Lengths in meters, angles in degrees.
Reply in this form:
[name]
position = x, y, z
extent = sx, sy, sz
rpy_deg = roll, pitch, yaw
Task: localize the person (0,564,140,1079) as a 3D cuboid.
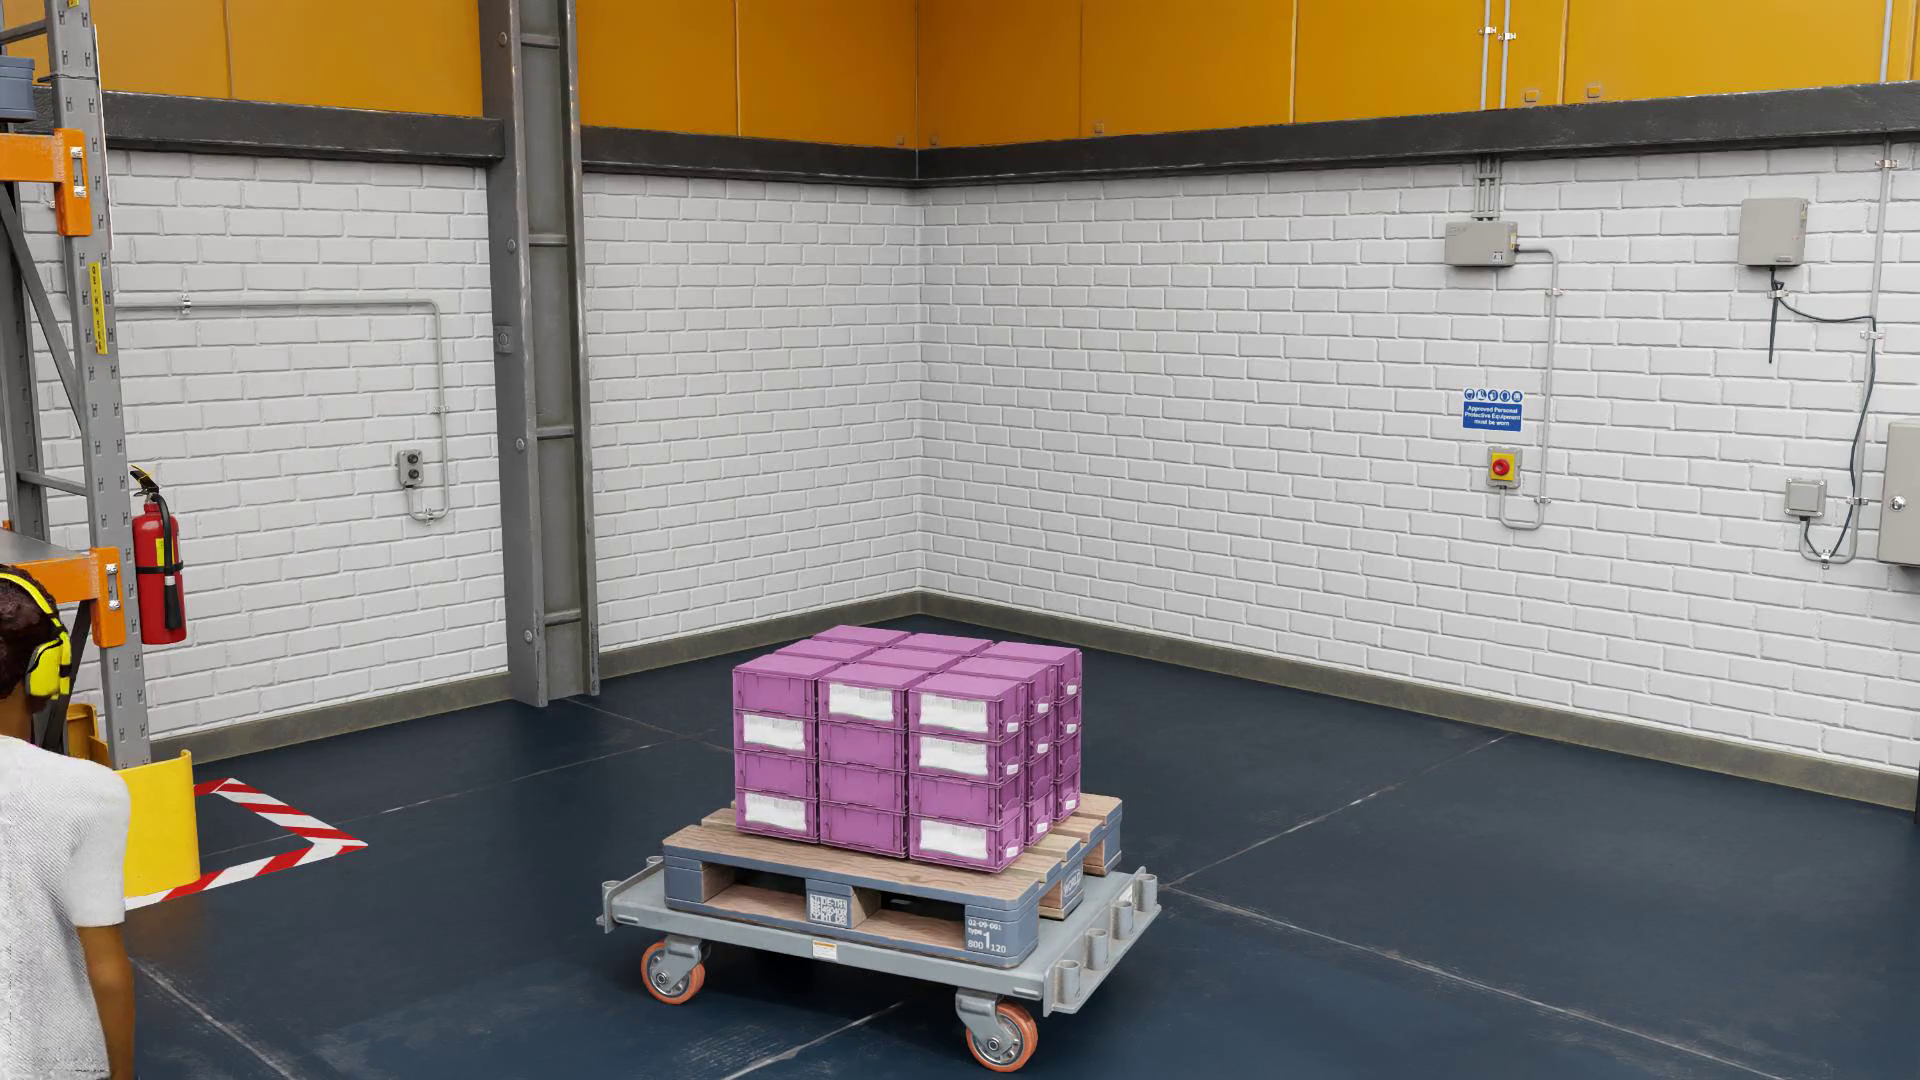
[person]
position = -1.680, 0.961, 3.007
extent = 0.516, 1.848, 0.650
rpy_deg = -1, 9, -5
